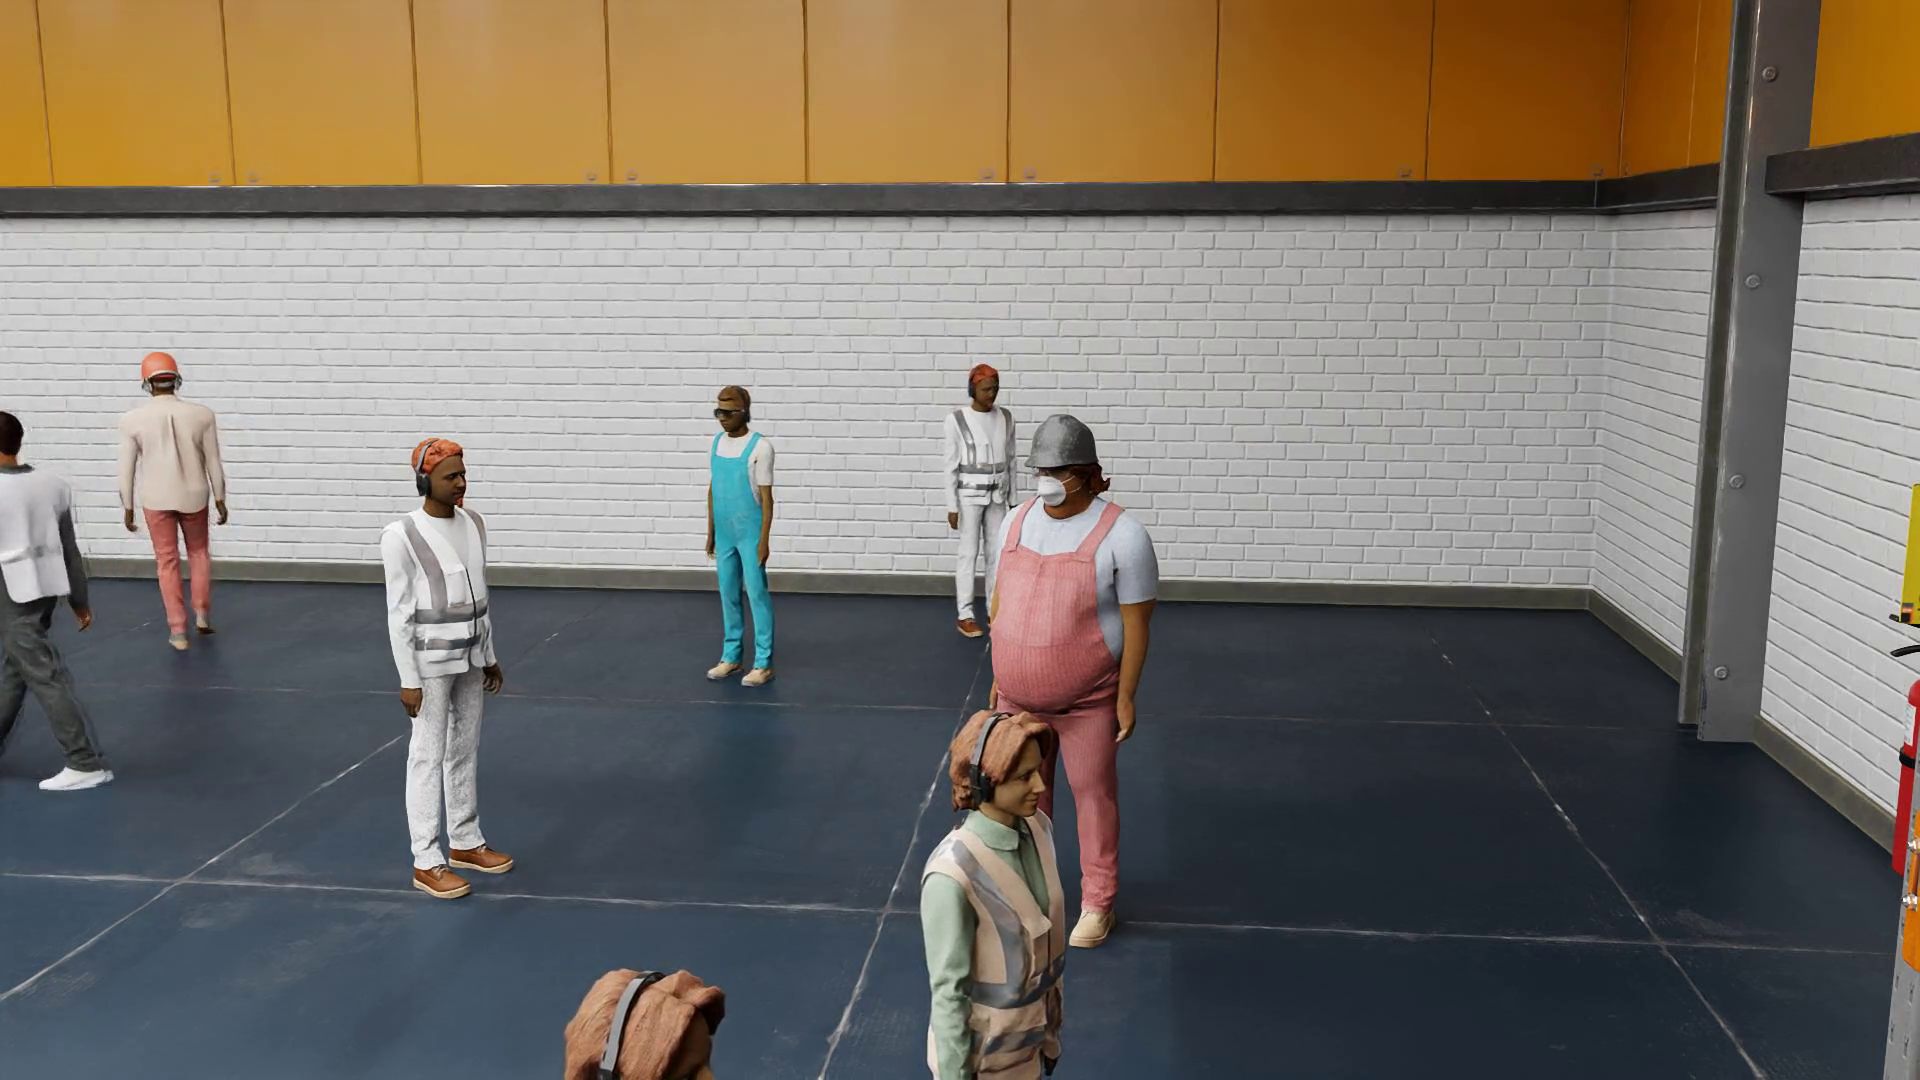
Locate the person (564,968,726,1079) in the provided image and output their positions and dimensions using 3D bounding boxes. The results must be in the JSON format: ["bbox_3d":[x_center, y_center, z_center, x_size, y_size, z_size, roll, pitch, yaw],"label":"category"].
[{"bbox_3d":[-0.460,1.413,2.468,0.308,1.639,0.524,2,10,9],"label":"person"}]

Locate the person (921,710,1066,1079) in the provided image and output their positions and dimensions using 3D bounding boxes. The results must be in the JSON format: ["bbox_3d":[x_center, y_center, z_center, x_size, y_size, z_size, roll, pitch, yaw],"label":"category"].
[{"bbox_3d":[0.079,1.183,3.788,0.306,1.640,0.523,5,11,26],"label":"person"}]

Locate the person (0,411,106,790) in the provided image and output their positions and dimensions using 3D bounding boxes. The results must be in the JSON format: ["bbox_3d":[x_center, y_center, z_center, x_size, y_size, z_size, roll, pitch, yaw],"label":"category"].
[{"bbox_3d":[-4.676,0.305,8.201,0.959,1.850,0.685,3,10,15],"label":"person"}]

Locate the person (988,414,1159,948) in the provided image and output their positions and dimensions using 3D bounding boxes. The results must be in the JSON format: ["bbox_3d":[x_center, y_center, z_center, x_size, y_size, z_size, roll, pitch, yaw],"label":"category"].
[{"bbox_3d":[0.372,0.534,6.354,0.676,2.000,0.536,6,12,32],"label":"person"}]

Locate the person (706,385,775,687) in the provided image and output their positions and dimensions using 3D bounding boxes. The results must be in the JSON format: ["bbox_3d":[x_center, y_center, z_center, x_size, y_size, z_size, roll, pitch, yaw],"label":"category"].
[{"bbox_3d":[-1.350,-0.030,10.168,0.507,1.838,0.332,7,12,34],"label":"person"}]

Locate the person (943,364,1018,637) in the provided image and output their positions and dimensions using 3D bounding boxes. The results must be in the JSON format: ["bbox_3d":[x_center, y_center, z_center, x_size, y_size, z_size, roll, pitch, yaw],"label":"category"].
[{"bbox_3d":[0.151,-0.270,11.435,0.585,1.879,0.371,-6,12,-32],"label":"person"}]

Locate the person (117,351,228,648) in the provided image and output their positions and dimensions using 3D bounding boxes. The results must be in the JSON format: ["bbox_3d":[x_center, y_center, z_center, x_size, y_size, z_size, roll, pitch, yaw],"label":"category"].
[{"bbox_3d":[-5.275,-0.270,11.137,0.648,1.971,0.534,-6,12,-32],"label":"person"}]

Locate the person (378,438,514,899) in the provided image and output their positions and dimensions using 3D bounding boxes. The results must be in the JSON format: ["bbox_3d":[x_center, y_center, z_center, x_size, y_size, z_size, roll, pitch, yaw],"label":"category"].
[{"bbox_3d":[-2.123,0.518,6.901,0.355,1.882,0.575,4,11,21],"label":"person"}]
